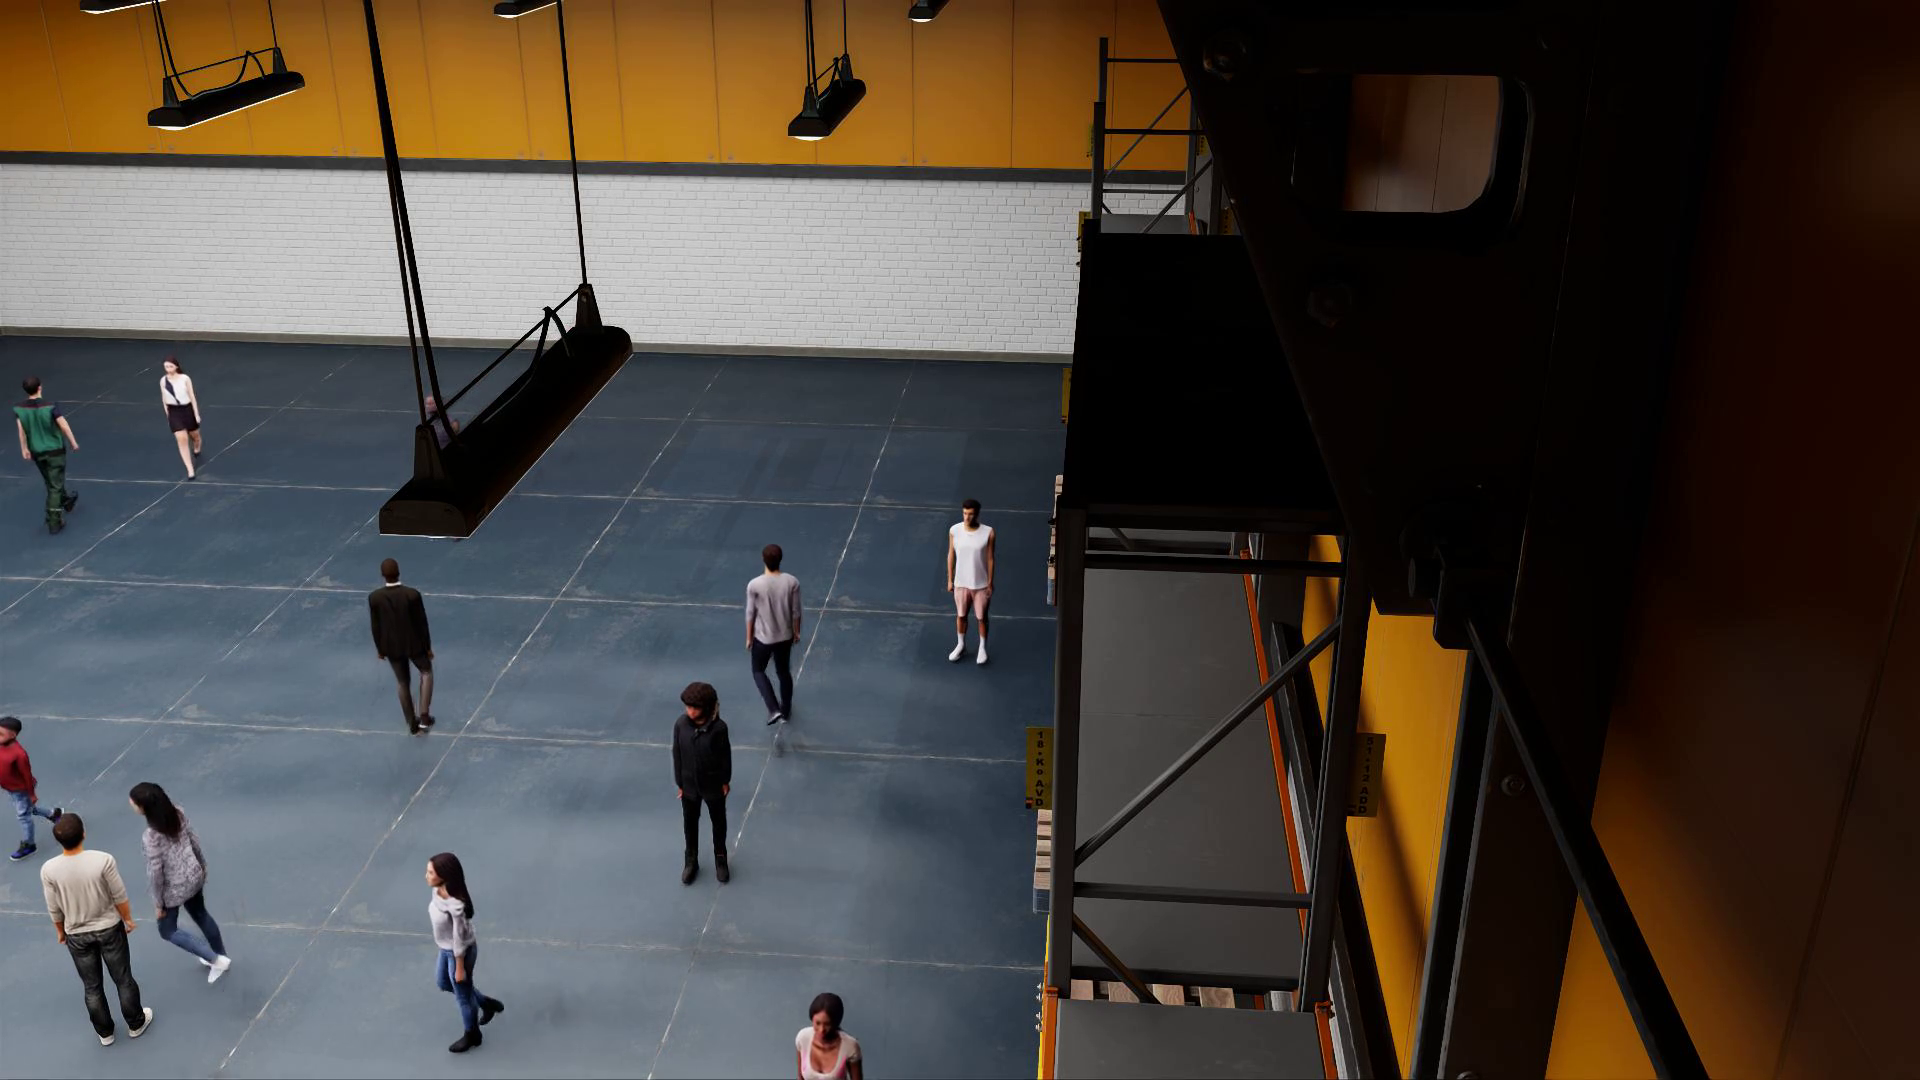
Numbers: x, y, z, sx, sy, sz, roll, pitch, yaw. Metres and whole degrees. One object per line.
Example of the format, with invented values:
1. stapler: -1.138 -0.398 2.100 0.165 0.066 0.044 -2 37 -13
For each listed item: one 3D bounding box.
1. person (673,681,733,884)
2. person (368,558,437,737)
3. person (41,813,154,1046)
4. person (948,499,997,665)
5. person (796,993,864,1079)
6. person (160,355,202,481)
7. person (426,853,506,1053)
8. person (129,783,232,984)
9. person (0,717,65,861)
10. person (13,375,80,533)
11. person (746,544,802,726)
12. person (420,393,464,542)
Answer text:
1. person: -2.073 1.919 13.402 0.627 1.773 0.600 0 24 0
2. person: -5.155 1.031 15.405 0.740 1.795 0.674 -2 24 -4
3. person: -6.020 2.702 11.563 0.720 1.811 0.691 -7 25 -16
4. person: 0.135 0.401 16.858 0.686 1.786 0.617 7 24 15
5. person: -0.752 3.414 10.080 0.686 1.694 1.193 4 24 9
6. person: -10.118 -1.627 21.701 0.813 1.623 1.083 -7 24 -15
7. person: -3.398 2.824 11.518 0.821 1.625 0.752 -12 27 -26
8. person: -5.642 2.532 12.082 0.802 1.707 0.719 9 25 20
9. person: -7.766 2.018 13.837 0.711 1.242 0.844 15 28 31
10. person: -11.012 -1.015 20.011 0.770 1.855 1.193 0 24 -1
11. person: -1.730 0.939 15.574 0.875 1.828 0.941 -7 25 -16
12. person: -6.129 -0.894 19.758 0.750 1.837 0.670 8 25 18
